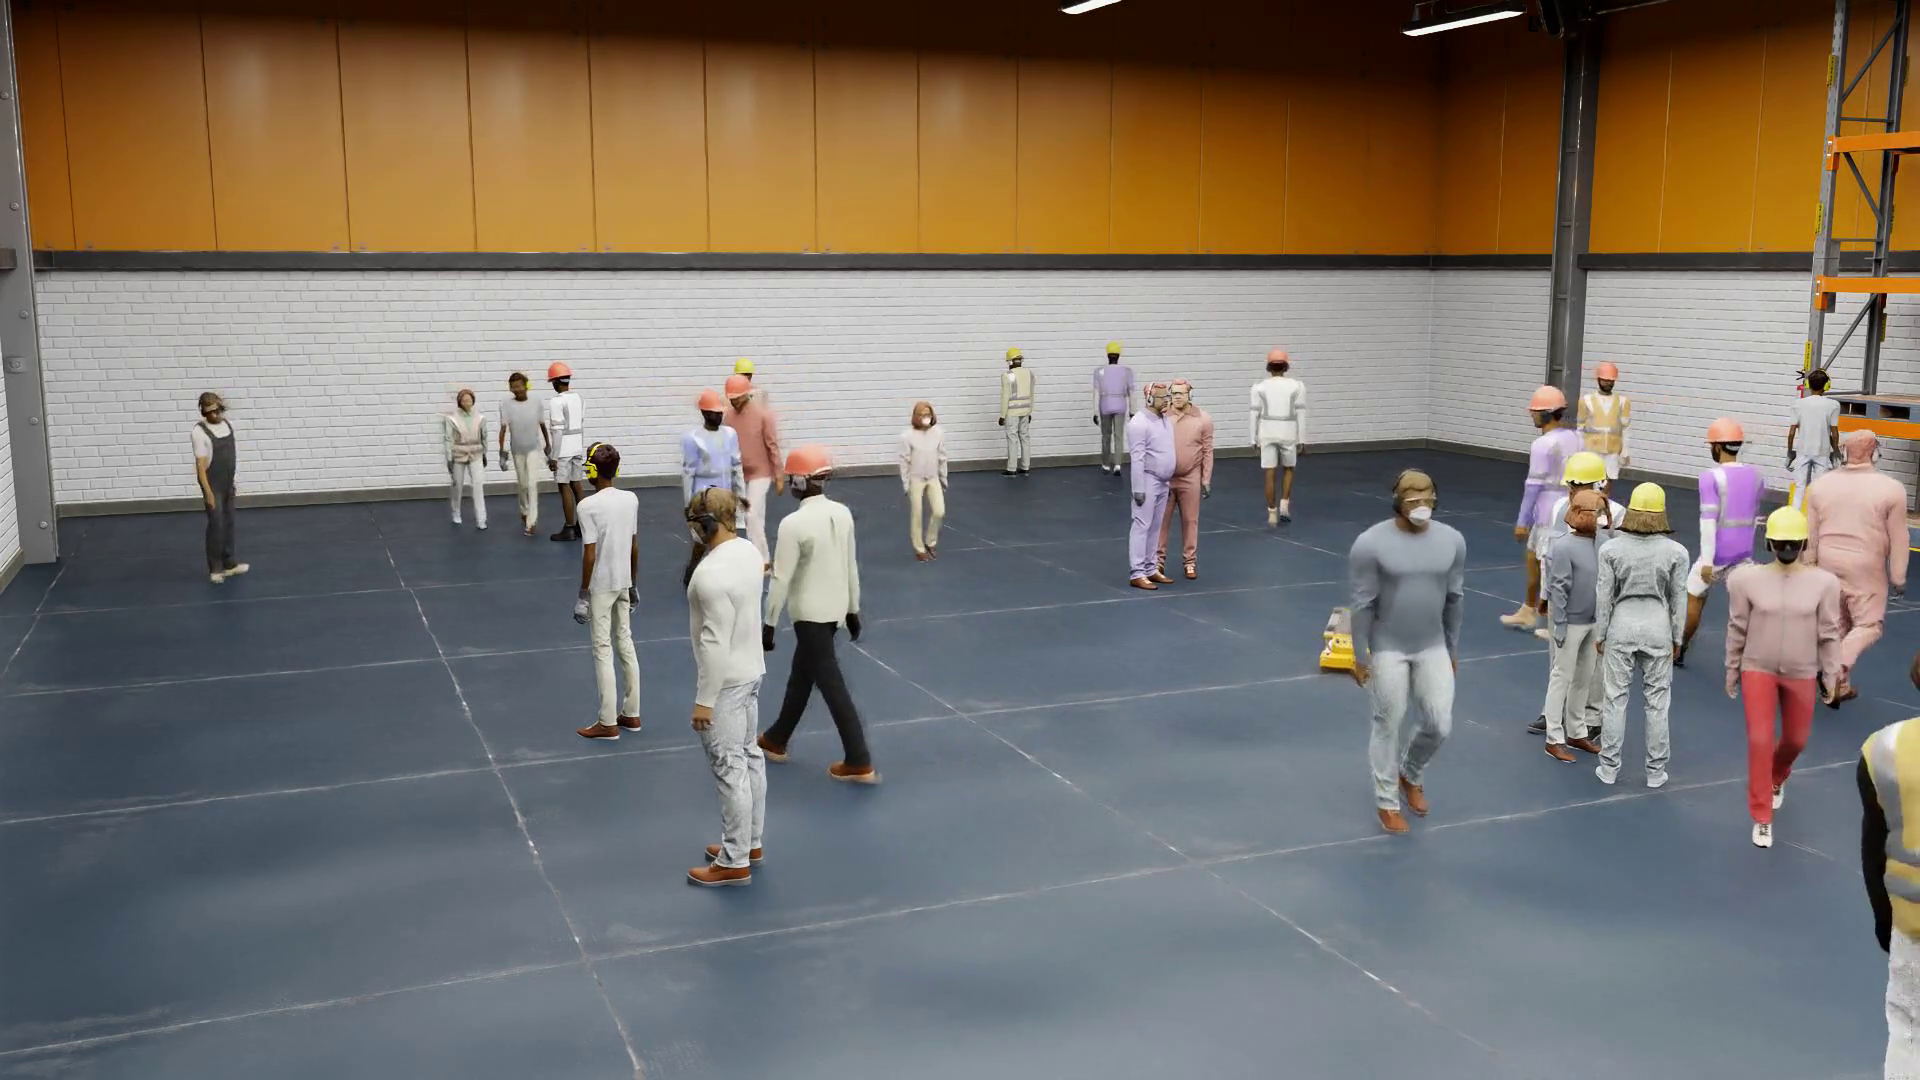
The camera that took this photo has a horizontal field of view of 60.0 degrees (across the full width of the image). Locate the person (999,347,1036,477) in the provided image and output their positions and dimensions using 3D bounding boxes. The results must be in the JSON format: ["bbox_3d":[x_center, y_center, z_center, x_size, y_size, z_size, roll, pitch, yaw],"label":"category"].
[{"bbox_3d":[0.779,-1.787,23.330,0.588,1.823,0.403,-8,12,-39],"label":"person"}]

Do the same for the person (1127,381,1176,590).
[{"bbox_3d":[1.789,-0.509,15.333,0.400,1.910,0.643,6,11,33],"label":"person"}]

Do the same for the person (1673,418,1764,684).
[{"bbox_3d":[5.466,0.068,11.925,0.566,1.877,1.032,-3,10,-16],"label":"person"}]

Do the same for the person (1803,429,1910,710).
[{"bbox_3d":[5.906,0.208,11.061,0.720,1.881,0.639,-6,11,-32],"label":"person"}]

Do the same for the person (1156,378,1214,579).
[{"bbox_3d":[2.064,-0.577,15.741,0.638,1.911,0.402,2,10,13],"label":"person"}]

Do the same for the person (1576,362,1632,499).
[{"bbox_3d":[7.029,-0.984,18.160,0.549,1.922,0.400,1,9,9],"label":"person"}]

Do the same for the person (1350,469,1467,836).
[{"bbox_3d":[2.323,0.585,8.641,0.626,1.927,0.427,-1,9,-5],"label":"person"}]

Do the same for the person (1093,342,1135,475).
[{"bbox_3d":[2.192,-1.874,23.697,0.605,1.882,0.990,0,9,-1],"label":"person"}]

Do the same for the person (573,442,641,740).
[{"bbox_3d":[-2.222,0.316,10.441,0.319,1.870,0.532,5,11,30],"label":"person"}]

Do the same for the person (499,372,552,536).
[{"bbox_3d":[-4.835,-0.979,18.538,0.591,1.807,0.952,-2,9,-9],"label":"person"}]

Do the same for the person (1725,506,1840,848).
[{"bbox_3d":[4.271,0.670,8.681,0.531,1.739,0.737,3,10,19],"label":"person"}]

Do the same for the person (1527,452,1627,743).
[{"bbox_3d":[3.853,0.355,10.356,0.403,1.822,0.588,-7,12,-35],"label":"person"}]

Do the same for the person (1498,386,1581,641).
[{"bbox_3d":[4.575,-0.214,13.205,0.835,2.012,0.655,9,13,42],"label":"person"}]

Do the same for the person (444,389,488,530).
[{"bbox_3d":[-5.618,-0.937,18.886,0.524,1.584,0.908,-5,11,-30],"label":"person"}]

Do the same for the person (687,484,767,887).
[{"bbox_3d":[-1.127,0.693,7.971,0.371,1.934,0.627,2,10,10],"label":"person"}]

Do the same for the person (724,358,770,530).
[{"bbox_3d":[-2.406,-1.074,18.690,0.590,1.927,0.367,-8,12,-39],"label":"person"}]

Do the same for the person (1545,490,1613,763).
[{"bbox_3d":[3.735,0.509,9.995,0.507,1.637,0.276,-6,11,-34],"label":"person"}]

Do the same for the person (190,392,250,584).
[{"bbox_3d":[-6.927,-0.502,15.632,0.392,1.803,0.714,2,10,12],"label":"person"}]

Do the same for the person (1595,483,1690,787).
[{"bbox_3d":[3.867,0.539,9.475,0.487,1.744,0.294,3,10,19],"label":"person"}]

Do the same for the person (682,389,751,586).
[{"bbox_3d":[-2.229,-0.419,14.905,1.042,1.881,0.546,8,12,39],"label":"person"}]

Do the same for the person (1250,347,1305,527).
[{"bbox_3d":[3.611,-1.172,18.955,0.619,2.029,0.506,2,10,10],"label":"person"}]

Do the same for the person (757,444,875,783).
[{"bbox_3d":[-0.882,0.414,9.640,1.018,1.939,0.641,5,11,29],"label":"person"}]

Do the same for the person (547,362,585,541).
[{"bbox_3d":[-4.267,-0.947,17.925,0.376,1.925,0.552,3,10,20],"label":"person"}]

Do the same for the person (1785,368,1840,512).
[{"bbox_3d":[9.099,-0.890,17.749,0.517,1.874,0.328,6,11,34],"label":"person"}]

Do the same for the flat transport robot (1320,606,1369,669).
[{"bbox_3d":[3.144,0.740,12.708,0.652,0.197,1.431,3,10,17],"label":"flat transport robot"}]

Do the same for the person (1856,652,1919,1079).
[{"bbox_3d":[3.168,1.228,5.138,0.431,1.814,0.762,-6,11,-34],"label":"person"}]

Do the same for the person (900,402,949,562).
[{"bbox_3d":[-0.347,-0.575,16.583,0.534,1.615,0.380,-4,10,-24],"label":"person"}]

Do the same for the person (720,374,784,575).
[{"bbox_3d":[-2.029,-0.584,15.618,0.641,1.953,0.760,5,11,30],"label":"person"}]
